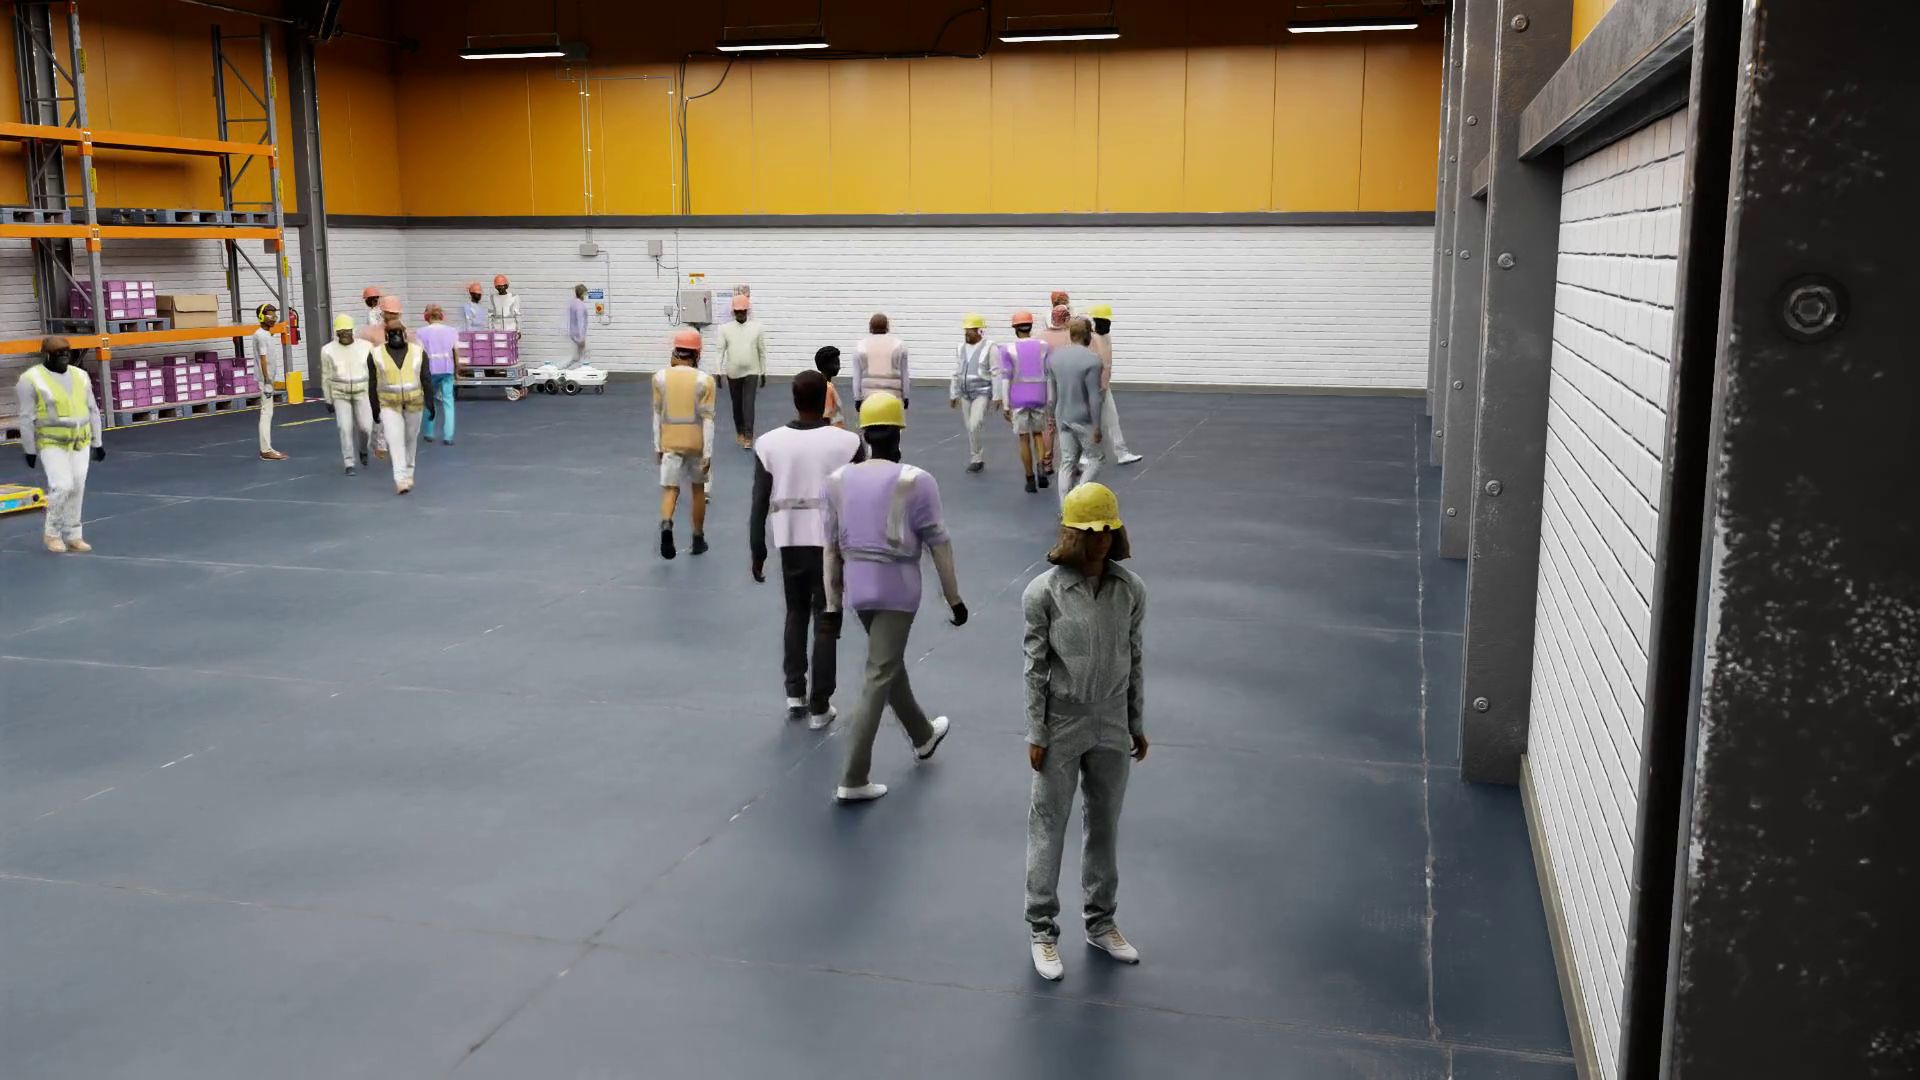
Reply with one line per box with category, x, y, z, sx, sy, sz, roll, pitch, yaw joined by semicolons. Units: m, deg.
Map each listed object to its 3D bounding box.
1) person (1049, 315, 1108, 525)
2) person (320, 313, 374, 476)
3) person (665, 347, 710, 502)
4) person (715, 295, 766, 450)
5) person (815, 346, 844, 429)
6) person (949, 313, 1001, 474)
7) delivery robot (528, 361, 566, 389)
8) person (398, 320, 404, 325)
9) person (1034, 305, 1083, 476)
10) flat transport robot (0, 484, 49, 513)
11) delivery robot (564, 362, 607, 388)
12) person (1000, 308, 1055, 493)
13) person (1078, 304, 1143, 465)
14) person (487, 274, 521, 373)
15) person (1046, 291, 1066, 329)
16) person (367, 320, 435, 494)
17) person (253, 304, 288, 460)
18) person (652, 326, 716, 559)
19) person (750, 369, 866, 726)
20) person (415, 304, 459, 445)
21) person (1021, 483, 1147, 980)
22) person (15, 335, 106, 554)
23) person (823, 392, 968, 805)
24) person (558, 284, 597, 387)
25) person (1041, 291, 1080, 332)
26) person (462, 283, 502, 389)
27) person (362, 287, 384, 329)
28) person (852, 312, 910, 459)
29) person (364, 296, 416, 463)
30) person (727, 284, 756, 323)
person;1.087;-1.083;15.205;0.451;1.921;0.652;-9;14;-42
person;-6.823;-1.631;18.618;0.613;1.814;0.475;-4;11;-21
person;-2.736;-1.177;16.696;0.524;1.588;0.874;-6;11;-29
person;-2.797;-2.150;21.218;0.642;1.944;1.038;-1;10;-6
person;-1.168;-0.847;14.510;0.319;1.698;0.539;-1;10;-7
person;0.124;-1.631;18.632;0.618;1.810;0.566;8;13;39
delivery robot;-7.158;-2.863;28.903;0.707;0.478;0.477;5;11;25
person;-9.322;-3.046;27.188;0.522;1.626;0.364;-3;10;-17
person;1.124;-1.657;18.512;0.642;1.908;0.410;5;11;25
flat transport robot;-9.293;-0.339;15.681;0.652;0.197;1.431;3;10;17
delivery robot;-6.447;-2.824;28.683;0.707;0.478;0.477;-1;10;-4
person;0.694;-1.445;17.286;0.579;1.912;0.427;-2;10;-11
person;1.682;-1.787;19.317;0.851;1.887;0.598;8;13;38
person;-8.519;-3.939;31.096;0.612;2.031;0.403;-1;10;-4
person;1.442;-2.755;24.796;0.355;1.883;0.576;2;10;12
person;-5.824;-1.396;17.378;0.639;1.794;0.986;-4;11;-24
person;-8.320;-1.898;20.005;0.329;1.863;0.513;-4;11;-21
person;-2.255;-0.779;13.550;0.546;1.907;0.798;1;10;3
person;-0.787;0.037;8.961;0.630;1.895;0.564;2;10;10
person;-6.790;-2.147;21.585;0.575;1.801;0.950;-5;11;-28
person;0.448;0.661;5.849;0.484;1.744;0.295;-5;11;-25
person;-7.451;-0.787;13.835;0.450;1.828;0.629;5;11;25
person;-0.310;0.245;7.844;0.599;1.865;1.032;7;12;34
person;-6.940;-3.676;29.997;0.833;1.893;0.651;-5;11;-25
person;1.654;-3.183;27.381;0.650;1.846;0.965;0;10;-3
person;-8.581;-3.638;29.760;0.973;1.886;0.575;4;11;24
person;-9.476;-3.106;26.743;0.867;1.895;0.550;2;10;11
person;-0.873;-1.591;18.346;0.638;1.825;0.601;0;10;2
person;-6.652;-1.867;19.507;0.606;1.973;0.448;-9;14;-42
person;-3.674;-3.460;28.746;0.702;1.885;0.661;4;11;23
